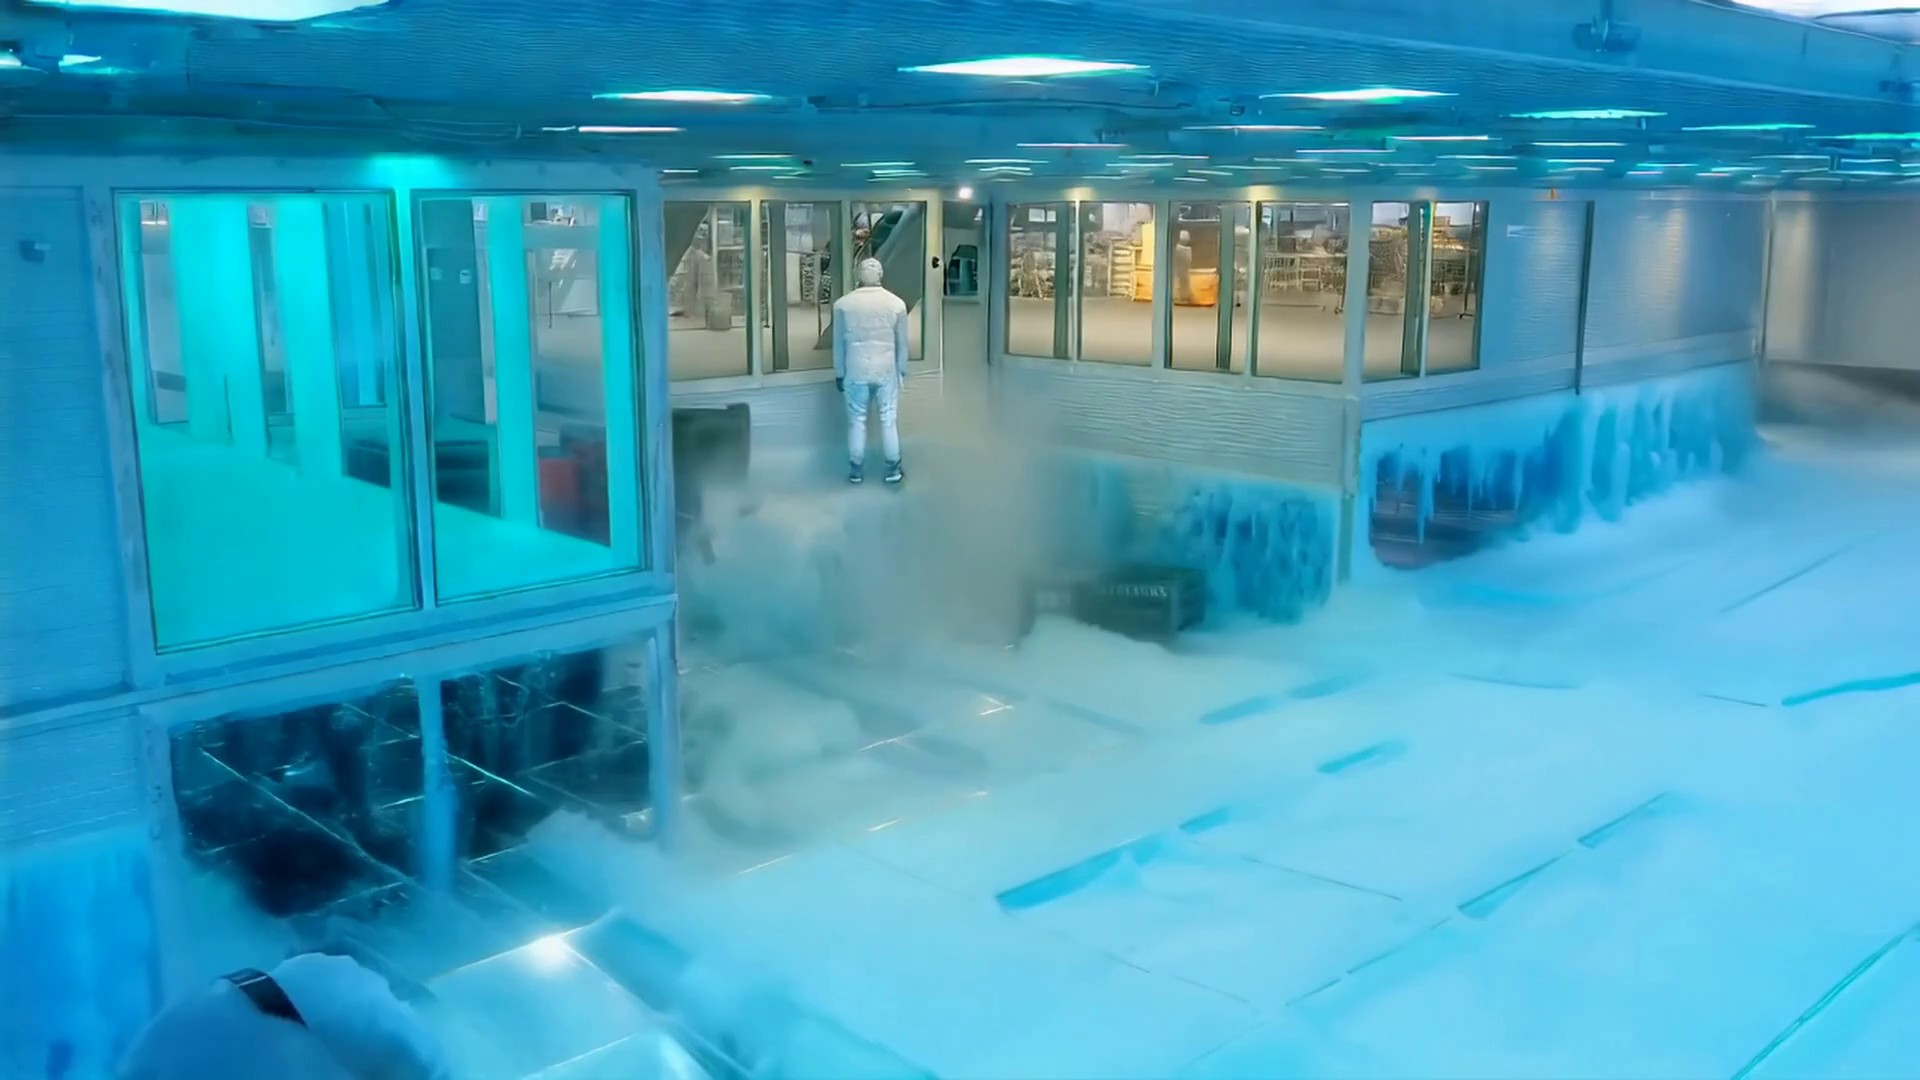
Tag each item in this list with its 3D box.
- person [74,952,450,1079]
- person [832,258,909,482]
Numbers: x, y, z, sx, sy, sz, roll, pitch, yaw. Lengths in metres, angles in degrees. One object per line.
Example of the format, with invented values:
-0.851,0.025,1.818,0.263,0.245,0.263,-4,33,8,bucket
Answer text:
-0.407,1.177,1.212,0.504,1.861,0.330,10,15,42,person
-0.753,-1.441,14.186,0.651,1.906,0.403,0,11,2,person
